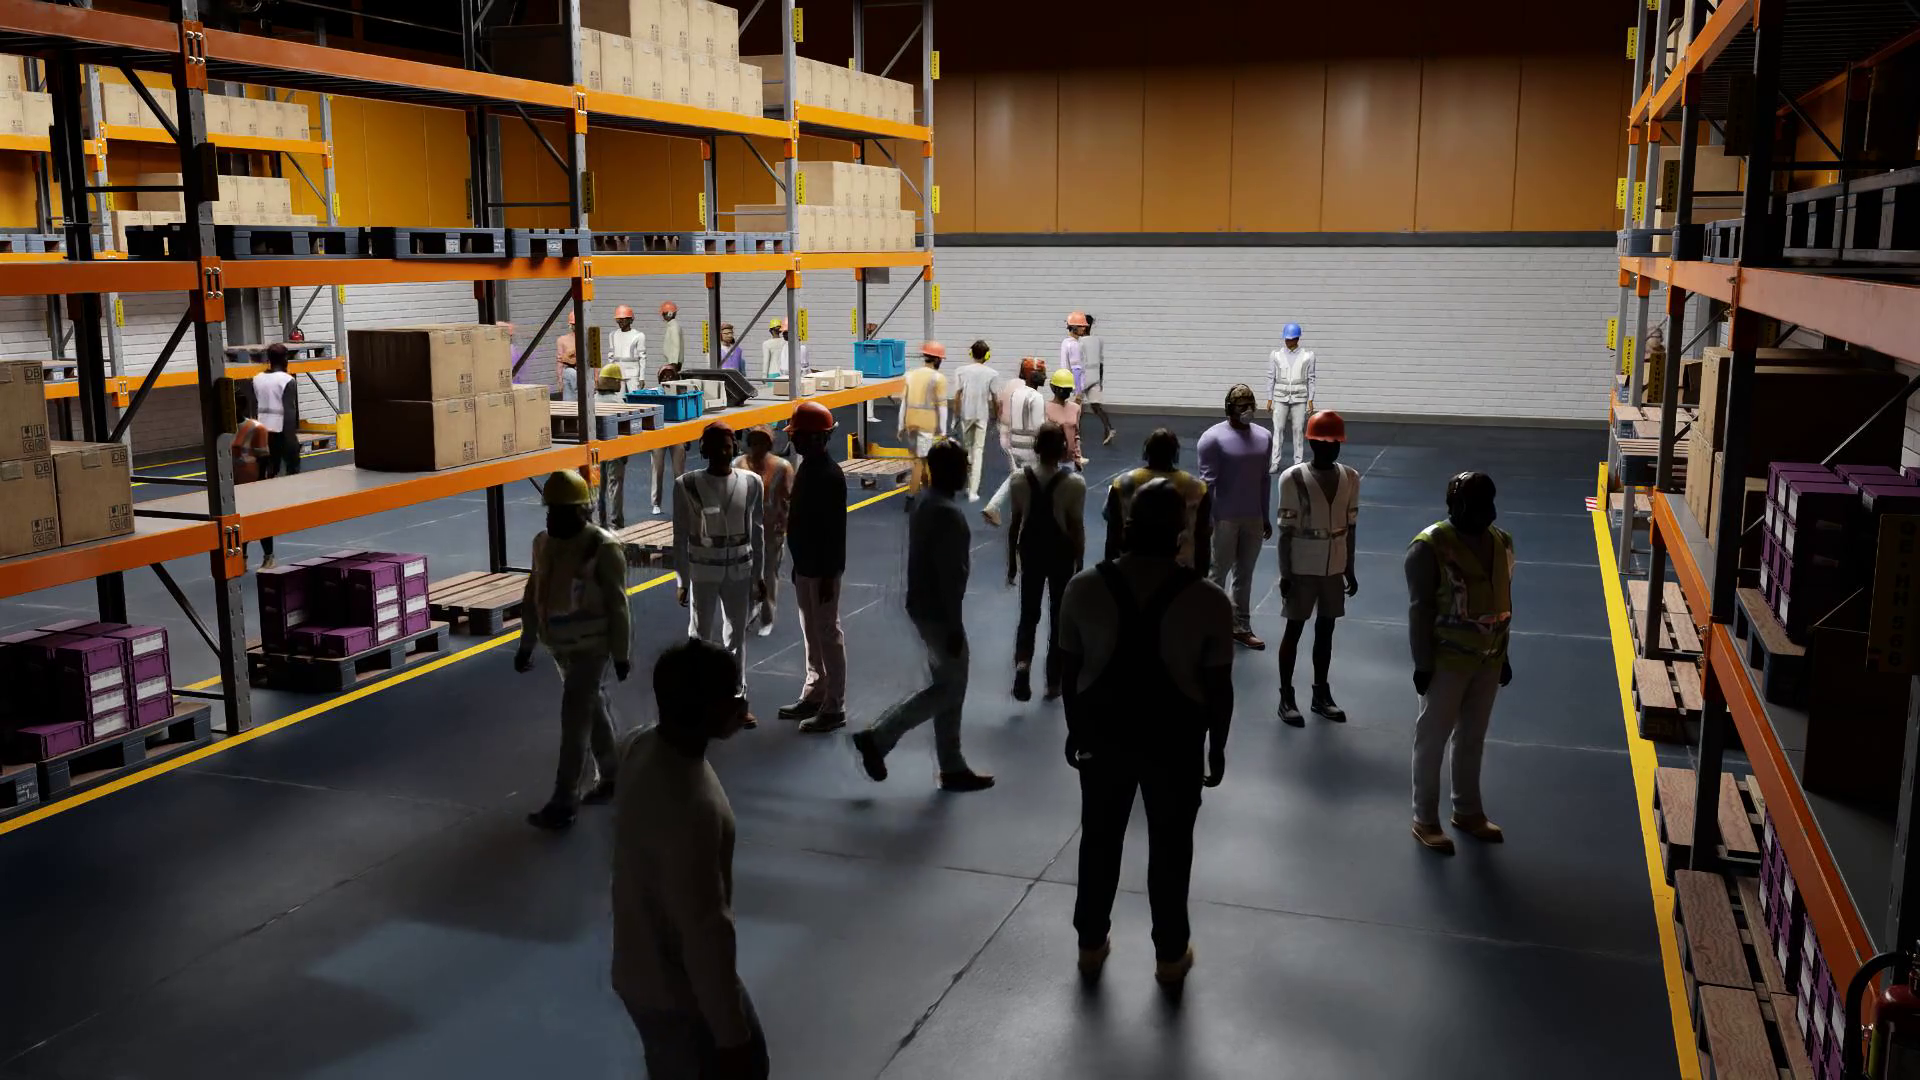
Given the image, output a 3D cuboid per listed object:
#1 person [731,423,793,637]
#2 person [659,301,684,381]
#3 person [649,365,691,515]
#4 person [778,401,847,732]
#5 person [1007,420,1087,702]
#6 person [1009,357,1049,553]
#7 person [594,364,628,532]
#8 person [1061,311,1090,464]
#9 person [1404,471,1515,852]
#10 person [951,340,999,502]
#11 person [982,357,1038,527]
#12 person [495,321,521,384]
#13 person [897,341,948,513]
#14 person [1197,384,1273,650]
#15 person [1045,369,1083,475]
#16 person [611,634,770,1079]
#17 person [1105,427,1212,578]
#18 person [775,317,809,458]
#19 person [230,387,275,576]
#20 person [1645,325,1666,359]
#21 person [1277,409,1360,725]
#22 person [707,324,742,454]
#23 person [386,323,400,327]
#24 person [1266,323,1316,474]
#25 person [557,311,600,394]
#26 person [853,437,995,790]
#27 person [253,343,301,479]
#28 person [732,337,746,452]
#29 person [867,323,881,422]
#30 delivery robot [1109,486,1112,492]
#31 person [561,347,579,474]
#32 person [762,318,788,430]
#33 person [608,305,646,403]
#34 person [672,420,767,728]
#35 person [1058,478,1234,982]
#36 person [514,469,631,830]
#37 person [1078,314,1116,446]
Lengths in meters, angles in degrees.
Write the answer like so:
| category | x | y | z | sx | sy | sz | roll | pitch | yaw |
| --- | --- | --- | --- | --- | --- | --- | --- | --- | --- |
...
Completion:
| category | x | y | z | sx | sy | sz | roll | pitch | yaw |
| --- | --- | --- | --- | --- | --- | --- | --- | --- | --- |
| person | -1.486 | -0.066 | 12.377 | 0.522 | 1.620 | 0.420 | 2 | 10 | 10 |
| person | -4.806 | -2.995 | 27.817 | 0.396 | 1.992 | 0.622 | -2 | 10 | -13 |
| person | -3.174 | -1.088 | 18.104 | 0.517 | 1.633 | 0.312 | -2 | 10 | -11 |
| person | -0.878 | 0.155 | 10.078 | 0.377 | 1.995 | 0.612 | -5 | 11 | -26 |
| person | 0.536 | 0.152 | 10.573 | 0.523 | 1.824 | 0.678 | 3 | 11 | 17 |
| person | 0.655 | -0.778 | 15.643 | 0.338 | 1.882 | 0.582 | -4 | 11 | -23 |
| person | -3.518 | -0.902 | 16.767 | 0.487 | 1.733 | 0.326 | 7 | 12 | 34 |
| person | 1.545 | -2.035 | 22.273 | 0.377 | 2.041 | 0.616 | -2 | 10 | -9 |
| person | 2.455 | 0.579 | 8.112 | 0.625 | 1.846 | 0.429 | -5 | 11 | -28 |
| person | 0.185 | -1.383 | 19.196 | 0.529 | 1.826 | 0.799 | 2 | 10 | 11 |
| person | 0.588 | -0.944 | 16.819 | 0.526 | 1.815 | 0.661 | -4 | 11 | -20 |
| person | -5.996 | -1.973 | 22.272 | 0.586 | 1.915 | 0.565 | -1 | 10 | -5 |
| person | -0.361 | -1.255 | 18.417 | 0.573 | 1.871 | 0.925 | 8 | 13 | 38 |
| person | 1.989 | -0.154 | 11.974 | 0.633 | 1.939 | 0.368 | -6 | 12 | -29 |
| person | 0.946 | -0.743 | 15.787 | 0.523 | 1.767 | 0.318 | -7 | 12 | -34 |
| person | -0.707 | 1.190 | 4.458 | 0.453 | 1.914 | 0.649 | -3 | 10 | -15 |
| person | 1.213 | 0.219 | 10.196 | 0.653 | 1.824 | 0.479 | 1 | 10 | 4 |
| person | -2.307 | -2.086 | 22.854 | 0.366 | 1.939 | 0.542 | -10 | 14 | -43 |
| person | -6.343 | -0.513 | 14.711 | 0.532 | 1.689 | 0.321 | 2 | 10 | 11 |
| person | 8.957 | -1.834 | 21.577 | 0.646 | 1.893 | 0.442 | 1 | 10 | 7 |
| person | 2.200 | 0.164 | 10.181 | 0.546 | 1.939 | 0.375 | -3 | 11 | -17 |
| person | -3.268 | -2.073 | 23.123 | 0.447 | 1.857 | 0.623 | 9 | 14 | 42 |
| person | -7.401 | -1.888 | 21.833 | 0.651 | 1.906 | 0.403 | 2 | 10 | 13 |
| person | 4.221 | -1.800 | 21.240 | 0.614 | 1.938 | 0.407 | 3 | 10 | 15 |
| person | -5.460 | -2.289 | 23.841 | 0.622 | 1.992 | 0.396 | -5 | 11 | -27 |
| person | -0.187 | 0.416 | 8.837 | 0.689 | 1.918 | 0.659 | -2 | 10 | -9 |
| person | -7.330 | -1.144 | 17.710 | 0.590 | 1.893 | 0.761 | 5 | 11 | 27 |
| person | -3.252 | -2.063 | 23.395 | 0.535 | 1.699 | 0.322 | 5 | 11 | 25 |
| person | -1.501 | -2.770 | 27.560 | 0.314 | 1.636 | 0.517 | -4 | 11 | -20 |
| delivery robot | 1.920 | -0.477 | 17.427 | 0.707 | 0.478 | 0.477 | -6 | 12 | -28 |
| person | -4.932 | -1.652 | 21.270 | 0.279 | 1.633 | 0.500 | -6 | 12 | -30 |
| person | -2.904 | -2.626 | 26.380 | 0.524 | 1.770 | 0.315 | -7 | 12 | -34 |
| person | -4.901 | -2.420 | 24.441 | 0.605 | 2.045 | 0.377 | 3 | 11 | 18 |
| person | -1.440 | 0.220 | 10.030 | 0.574 | 1.882 | 0.358 | -5 | 11 | -25 |
| person | 0.752 | 0.741 | 6.648 | 0.689 | 2.000 | 0.535 | 3 | 10 | 15 |
| person | -2.016 | 0.538 | 8.456 | 0.595 | 1.796 | 0.868 | 8 | 13 | 37 |
| person | 1.905 | -2.335 | 24.287 | 0.607 | 1.939 | 0.907 | -8 | 13 | -37 |
